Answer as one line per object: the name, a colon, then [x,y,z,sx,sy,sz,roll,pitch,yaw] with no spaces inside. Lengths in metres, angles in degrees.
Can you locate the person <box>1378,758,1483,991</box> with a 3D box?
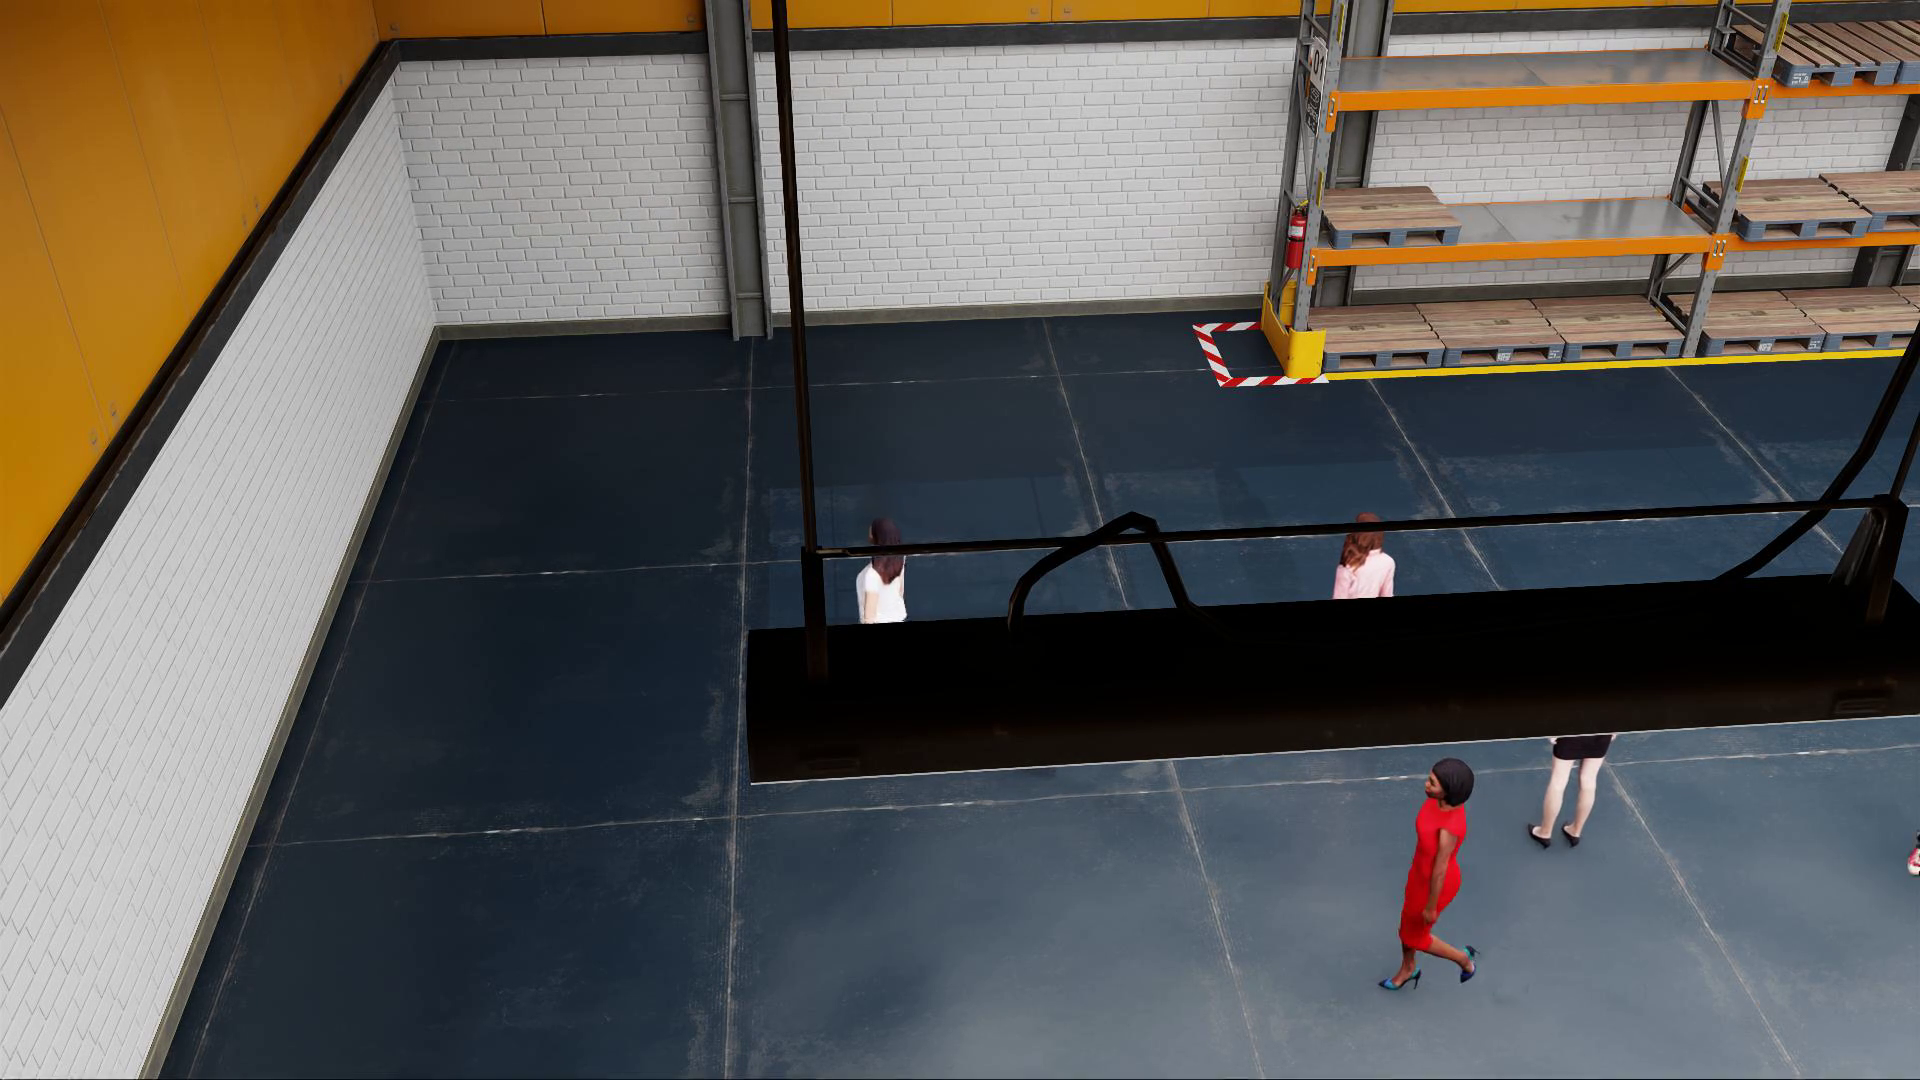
person: [2.734,1.942,9.349,0.792,1.733,0.628,0,34,0]

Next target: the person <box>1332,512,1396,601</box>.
person: [2.677,0.611,11.289,0.526,1.801,0.719,-10,35,-14]

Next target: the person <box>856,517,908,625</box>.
person: [-0.457,0.623,11.395,1.038,1.663,0.898,16,37,23]
